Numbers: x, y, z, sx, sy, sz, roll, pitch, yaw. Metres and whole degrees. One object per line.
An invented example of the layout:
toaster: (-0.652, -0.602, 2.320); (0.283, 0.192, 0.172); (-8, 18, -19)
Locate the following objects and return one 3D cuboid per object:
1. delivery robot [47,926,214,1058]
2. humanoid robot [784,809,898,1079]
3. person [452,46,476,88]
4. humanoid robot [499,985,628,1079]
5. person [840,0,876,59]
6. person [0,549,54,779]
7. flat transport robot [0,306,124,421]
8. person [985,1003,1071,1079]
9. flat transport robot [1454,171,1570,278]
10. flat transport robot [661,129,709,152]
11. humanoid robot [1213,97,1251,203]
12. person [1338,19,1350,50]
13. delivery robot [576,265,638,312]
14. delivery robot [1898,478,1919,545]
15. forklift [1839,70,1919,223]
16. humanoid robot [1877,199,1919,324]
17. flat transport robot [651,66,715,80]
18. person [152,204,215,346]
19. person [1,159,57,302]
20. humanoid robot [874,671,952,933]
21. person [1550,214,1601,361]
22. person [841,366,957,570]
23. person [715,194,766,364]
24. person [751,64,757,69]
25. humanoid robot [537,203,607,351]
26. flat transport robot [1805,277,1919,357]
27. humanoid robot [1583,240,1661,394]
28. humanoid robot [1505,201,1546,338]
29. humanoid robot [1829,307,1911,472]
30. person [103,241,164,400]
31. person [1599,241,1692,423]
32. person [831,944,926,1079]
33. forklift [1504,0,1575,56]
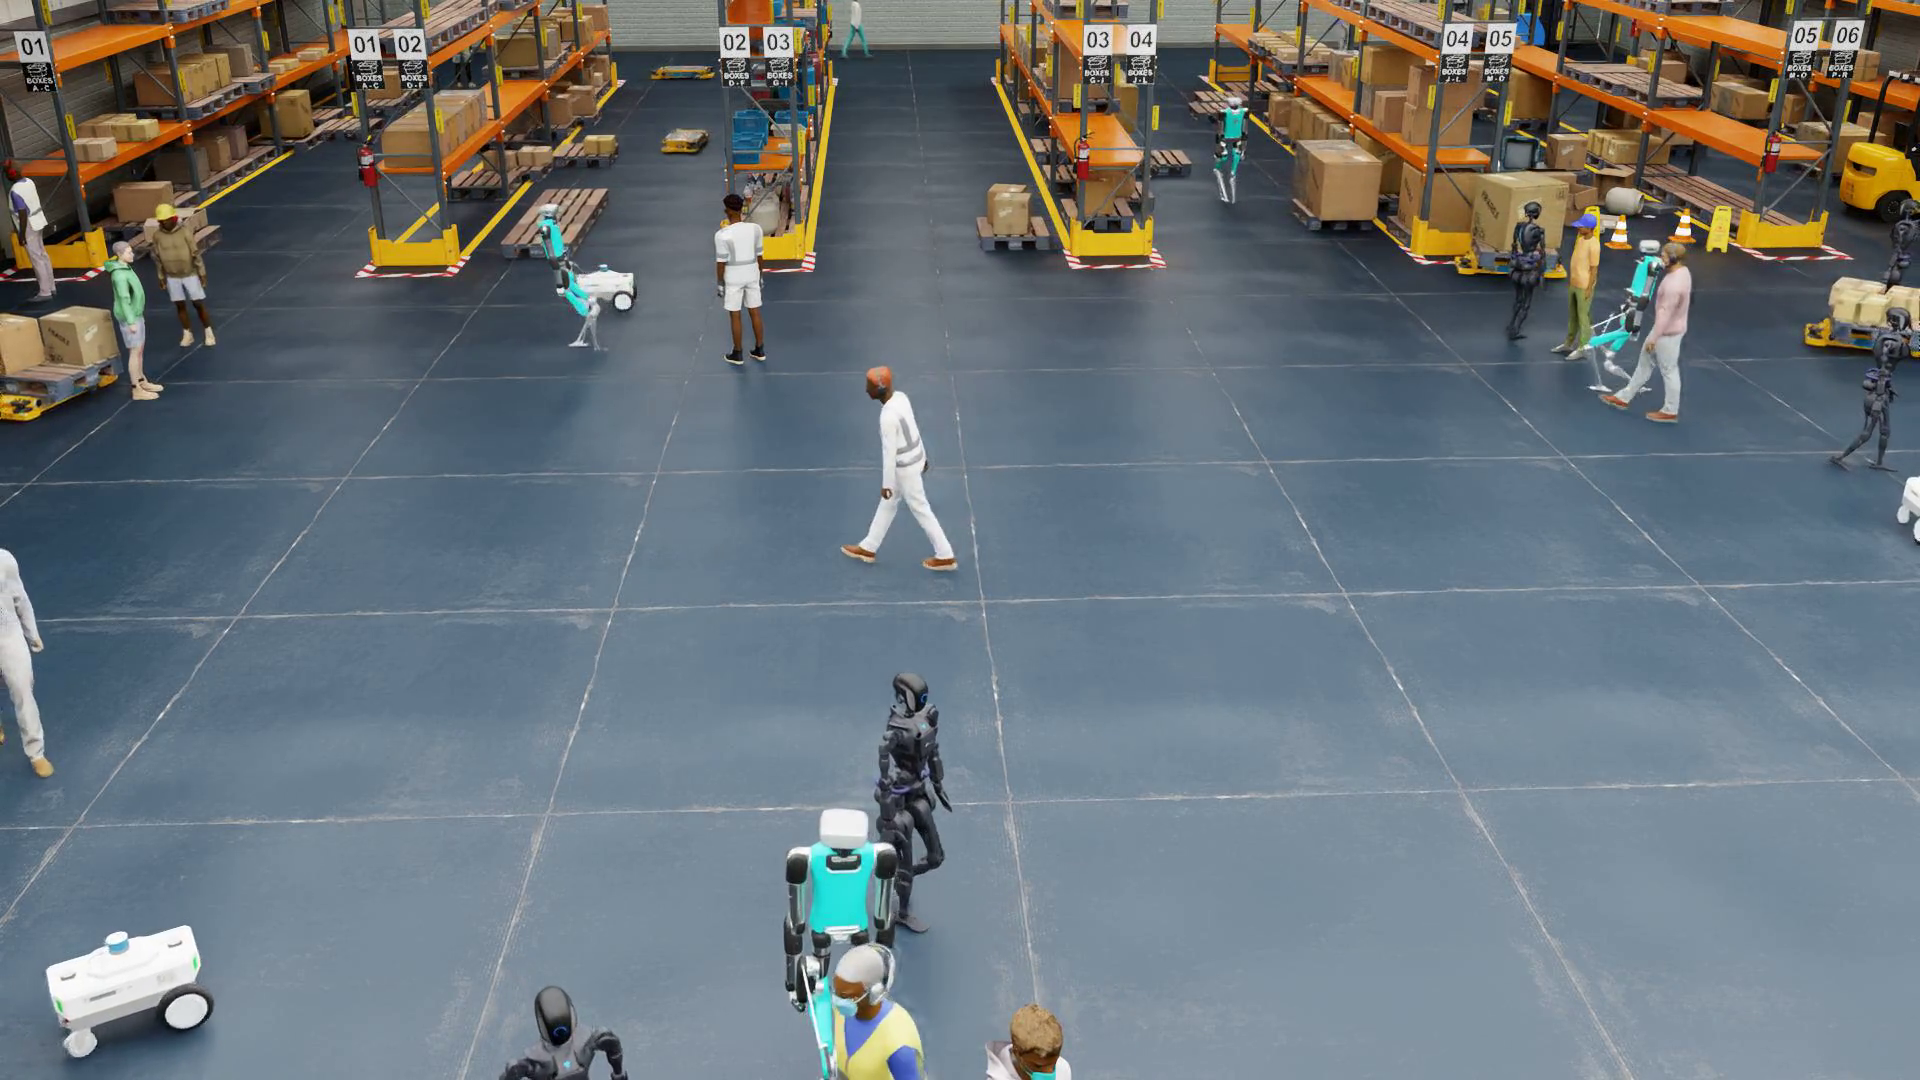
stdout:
delivery robot: (-4.400, 2.357, 8.845); (0.812, 0.611, 0.499); (-14, 28, -29)
humanoid robot: (-0.544, 2.135, 7.863); (0.566, 1.736, 1.010); (-4, 24, -9)
person: (-11.294, -11.099, 37.651); (0.539, 1.697, 0.317); (1, 24, 3)
humanoid robot: (-1.655, 2.537, 7.083); (0.593, 1.640, 0.569); (-14, 28, -29)
person: (-2.620, -12.978, 41.838); (0.892, 1.721, 0.528); (-9, 26, -19)
person: (-6.472, 0.635, 11.087); (0.584, 1.864, 0.878); (-17, 29, -33)
flat transport robot: (-9.965, -1.633, 18.141); (0.659, 0.231, 1.431); (6, 25, 12)
person: (0.252, 2.617, 6.573); (0.489, 1.914, 0.374); (-20, 31, -38)
flat transport robot: (7.633, -3.825, 23.068); (1.431, 0.231, 0.659); (4, 24, 9)
flat transport robot: (-5.189, -7.535, 31.403); (0.659, 0.231, 1.431); (1, 24, 1)
humanoid robot: (4.287, -6.223, 26.749); (0.542, 1.846, 0.779); (-5, 24, -10)
person: (9.721, -12.940, 41.681); (0.498, 1.783, 0.610); (-2, 24, -4)
delivery robot: (-4.540, -3.240, 21.401); (0.791, 0.595, 0.499); (-2, 24, -4)
delivery robot: (8.681, -0.270, 14.729); (0.499, 0.596, 0.775); (1, 24, 2)
forklift: (15.132, -6.143, 25.915); (2.313, 2.155, 1.214); (-1, 24, -2)
humanoid robot: (11.333, -3.306, 20.169); (0.321, 1.655, 0.613); (16, 28, 31)
flat transport robot: (-6.528, -11.018, 39.229); (1.431, 0.231, 0.659); (-1, 24, -3)
person: (-9.219, -3.128, 19.701); (0.562, 1.741, 0.432); (-3, 24, -8)
person: (-12.079, -4.009, 21.569); (0.436, 1.841, 0.566); (-5, 24, -10)
humanoid robot: (-0.328, 1.471, 9.435); (0.419, 1.640, 0.605); (14, 28, 29)
person: (7.179, -2.938, 19.295); (0.368, 1.714, 0.452); (-3, 24, -7)
person: (-0.497, -0.599, 13.927); (1.028, 1.812, 0.603); (2, 24, 4)
person: (-2.527, -3.007, 19.157); (0.603, 1.959, 0.370); (-16, 28, -31)
person: (-5.246, -12.388, 40.441); (0.542, 1.789, 0.986); (-21, 32, -39)
humanoid robot: (-4.487, -3.035, 19.616); (0.831, 1.872, 0.550); (-1, 24, -2)
flat transport robot: (10.928, -2.420, 19.911); (1.431, 0.231, 0.659); (11, 26, 23)
humanoid robot: (7.134, -2.374, 18.017); (0.949, 1.759, 0.579); (4, 24, 9)
humanoid robot: (6.846, -3.261, 20.055); (0.377, 1.649, 0.583); (-11, 26, -23)
humanoid robot: (8.848, -1.435, 15.986); (0.571, 1.645, 0.610); (16, 29, 32)
person: (-8.978, -2.382, 18.030); (0.315, 1.734, 0.478); (-6, 25, -13)
person: (7.207, -2.173, 17.337); (0.863, 1.903, 0.643); (9, 26, 20)
person: (-0.261, 2.434, 7.057); (0.739, 1.868, 0.519); (-19, 30, -36)
forklift: (14.700, -13.805, 42.301); (1.873, 2.768, 1.129); (-1, 24, -2)
